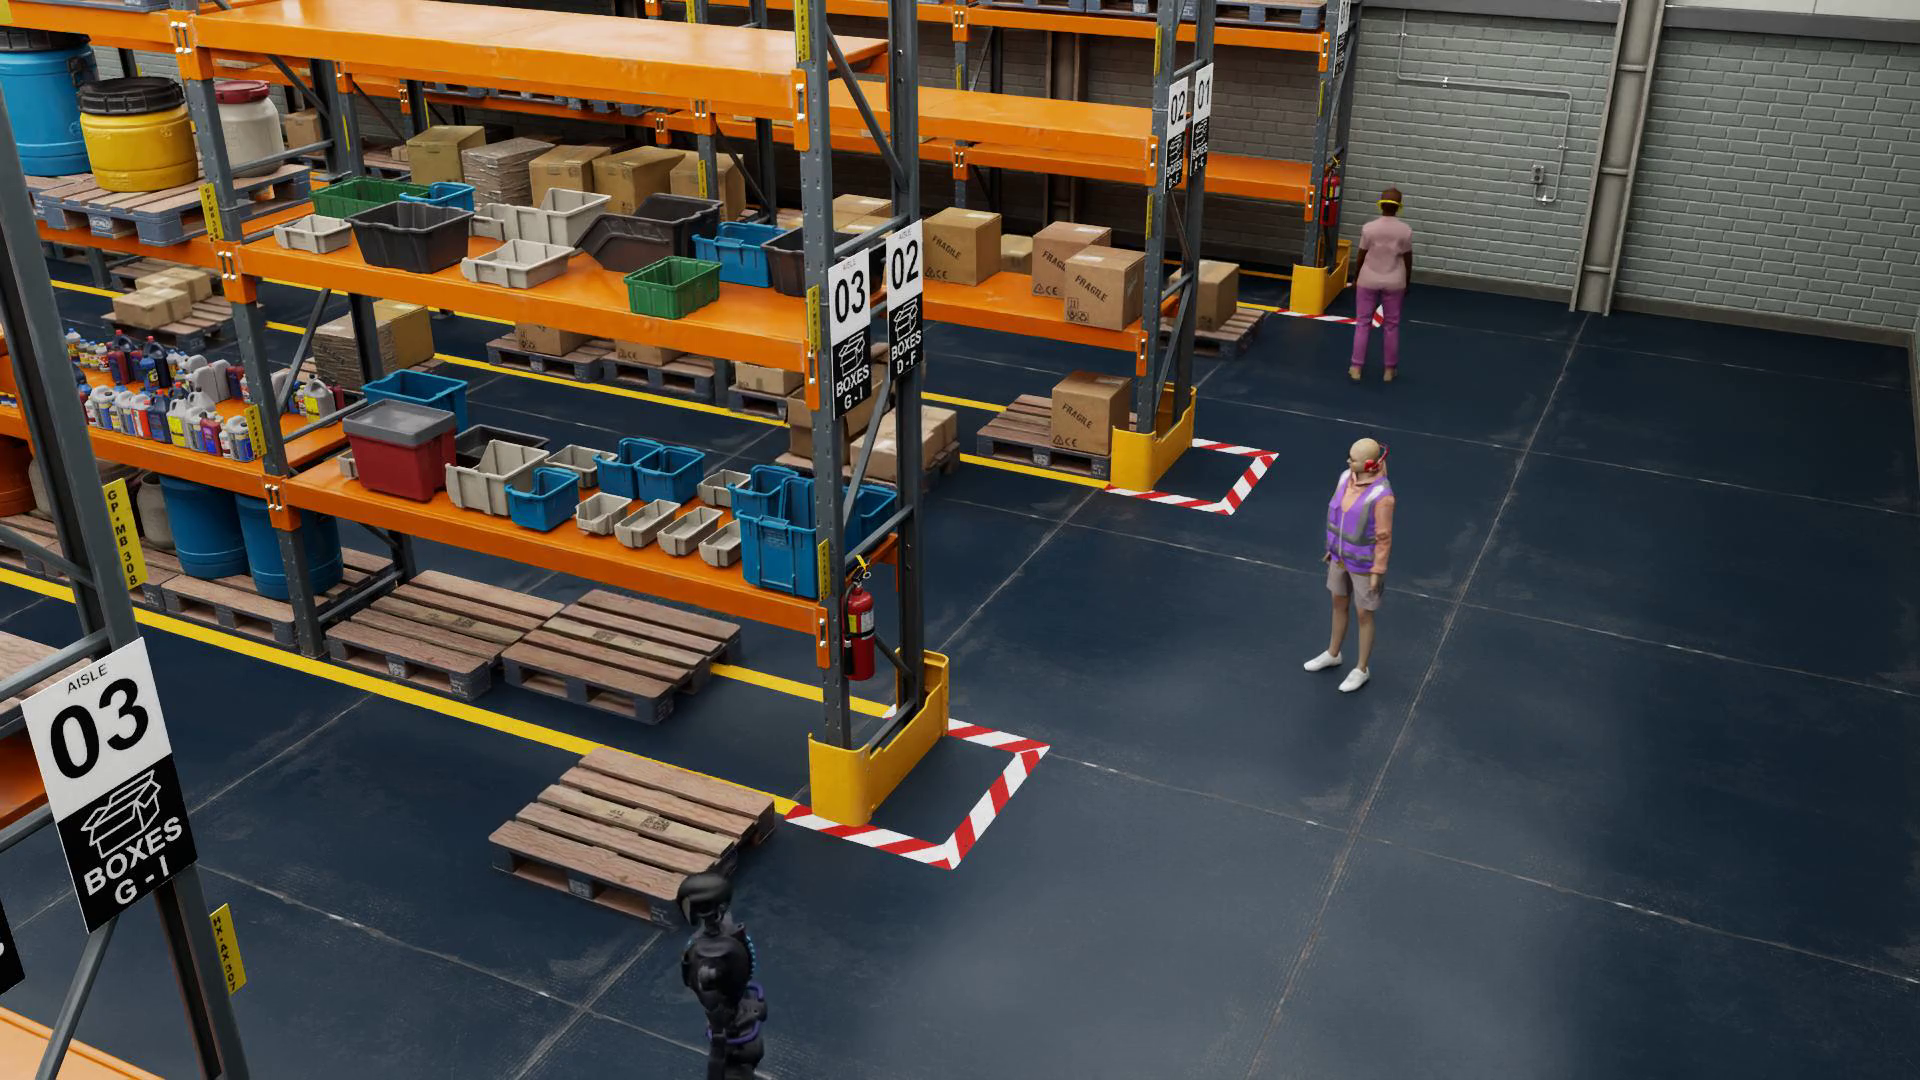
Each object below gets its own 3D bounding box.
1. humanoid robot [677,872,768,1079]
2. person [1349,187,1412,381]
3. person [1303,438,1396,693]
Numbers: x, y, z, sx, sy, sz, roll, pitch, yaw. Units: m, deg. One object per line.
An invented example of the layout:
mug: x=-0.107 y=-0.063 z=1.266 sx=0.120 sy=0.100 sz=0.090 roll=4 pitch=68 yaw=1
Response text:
humanoid robot: x=-0.888 y=2.013 z=6.651 sx=0.430 sy=1.636 sz=0.609 roll=-1 pitch=26 yaw=-2
person: x=3.888 y=-2.353 z=15.341 sx=0.536 sy=1.800 sz=0.330 roll=5 pitch=27 yaw=11
person: x=2.479 y=0.145 z=10.403 sx=0.349 sy=1.692 sz=0.484 roll=-14 pitch=30 yaw=-26
